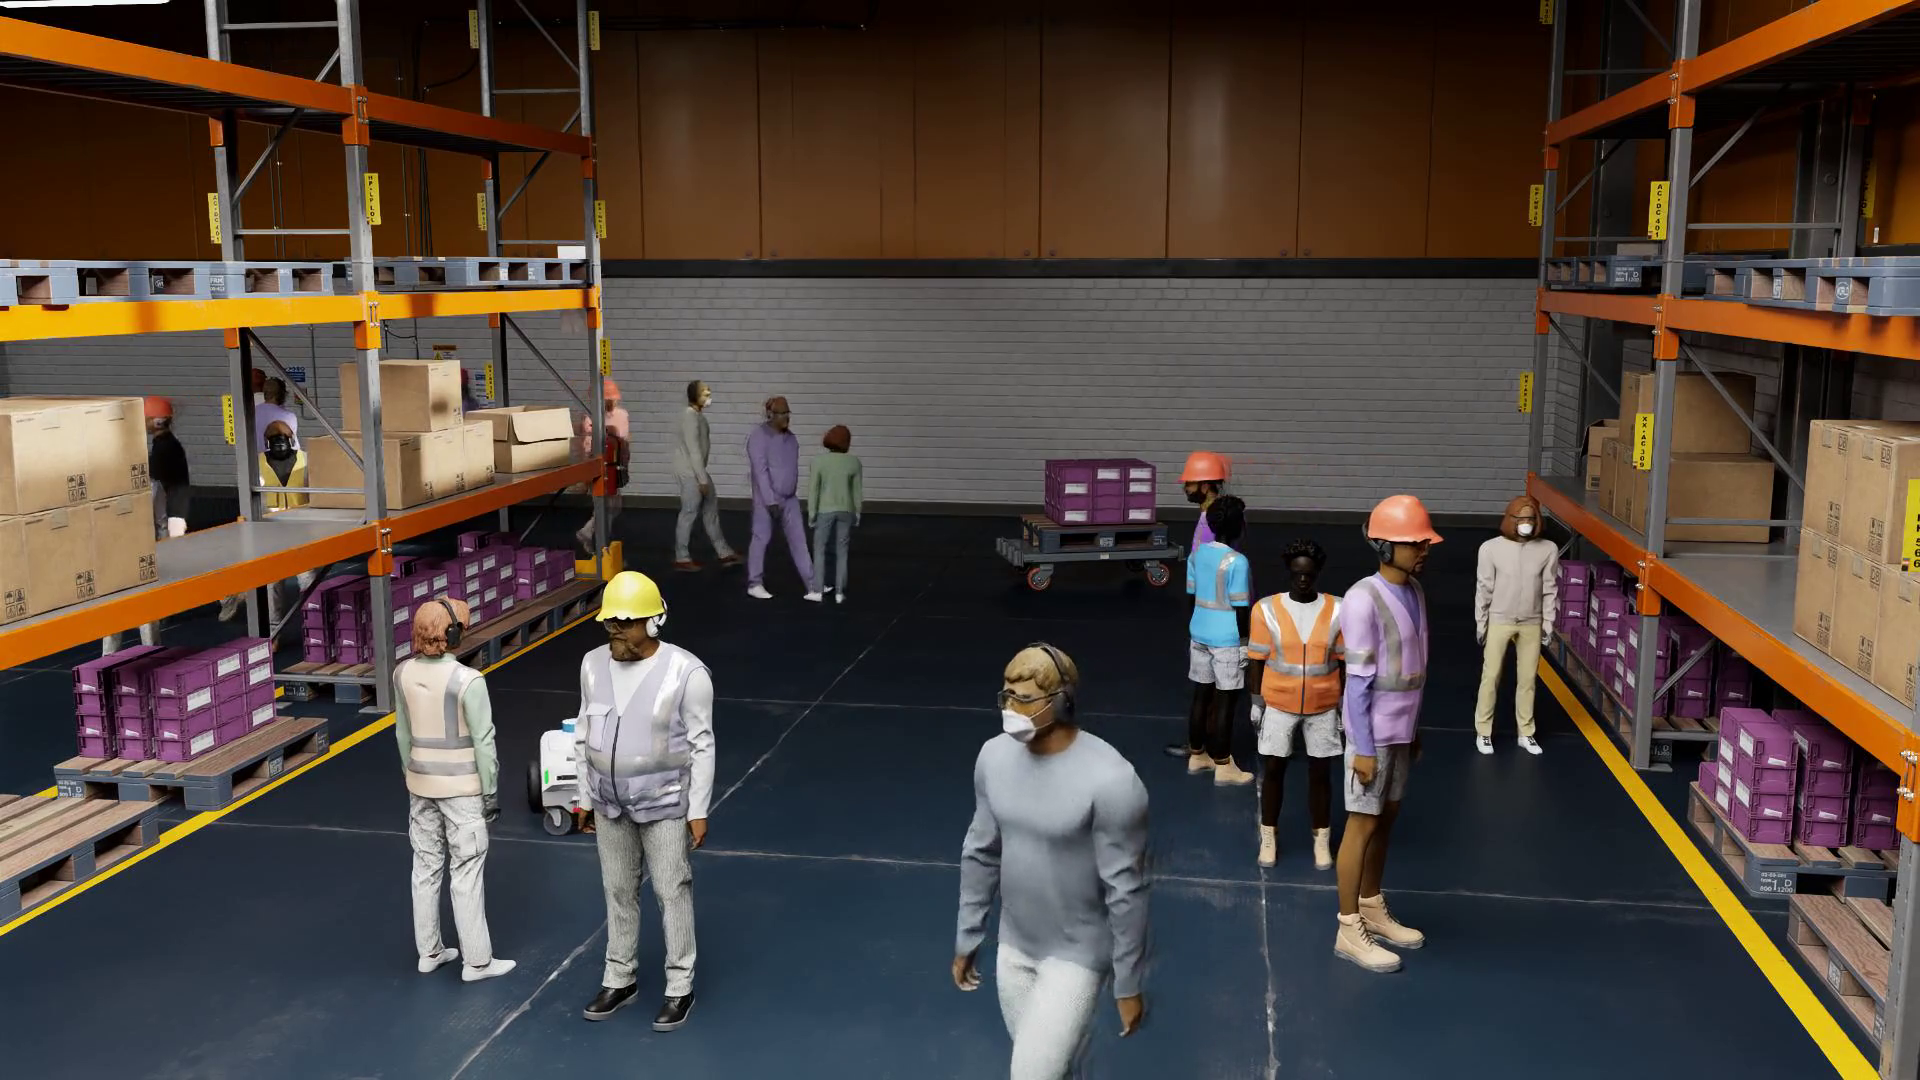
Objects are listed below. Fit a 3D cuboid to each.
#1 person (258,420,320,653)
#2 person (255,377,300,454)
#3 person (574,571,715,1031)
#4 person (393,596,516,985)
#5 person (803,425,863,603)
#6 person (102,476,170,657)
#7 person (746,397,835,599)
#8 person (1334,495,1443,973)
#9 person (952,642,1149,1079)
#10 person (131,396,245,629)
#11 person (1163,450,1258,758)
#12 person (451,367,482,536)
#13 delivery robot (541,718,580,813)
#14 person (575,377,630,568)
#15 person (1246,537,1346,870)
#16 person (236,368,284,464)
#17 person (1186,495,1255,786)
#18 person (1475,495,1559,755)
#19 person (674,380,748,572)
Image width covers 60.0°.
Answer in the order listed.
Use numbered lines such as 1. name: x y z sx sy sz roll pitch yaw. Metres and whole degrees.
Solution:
1. person: -5.281 -0.025 13.063 0.628 1.837 0.430 -4 10 -23
2. person: -6.867 -0.665 16.690 0.628 1.933 0.356 4 10 21
3. person: -1.265 1.023 6.575 0.603 1.830 0.404 3 10 20
4. person: -2.147 1.052 6.992 0.511 1.641 0.307 5 10 26
5. person: -1.125 -0.232 15.030 0.538 1.597 0.409 -3 10 -17
6. person: -6.029 0.140 12.017 0.588 1.835 0.403 -3 10 -17
7. person: -1.577 -0.350 14.992 0.959 1.856 0.654 7 12 38
8. person: 1.858 0.817 7.199 0.385 2.045 0.605 7 12 37
9. person: 0.194 1.251 4.906 0.678 1.914 0.650 -8 12 -39
10. person: -6.565 -0.230 13.920 0.914 1.970 0.611 -4 10 -25
11. person: 1.626 0.409 10.110 0.667 1.916 0.556 1 9 9
12. person: -5.593 -0.978 18.647 0.580 1.919 0.532 -6 11 -33
13. delivery robot: -2.101 1.215 9.035 0.477 0.478 0.707 -2 9 -14
14. person: -3.655 -0.689 16.792 0.841 1.947 0.652 6 11 33
15. person: 1.696 0.817 8.304 0.536 1.690 0.322 1 9 6
16. person: -7.988 -1.020 19.020 0.343 1.882 0.586 9 13 43
17. person: 1.528 0.580 9.728 0.316 1.695 0.541 -5 10 -26
18. person: 3.427 0.528 10.278 0.494 1.626 0.285 0 9 1
19. person: -2.486 -0.624 16.473 0.804 1.913 0.658 0 9 -3
